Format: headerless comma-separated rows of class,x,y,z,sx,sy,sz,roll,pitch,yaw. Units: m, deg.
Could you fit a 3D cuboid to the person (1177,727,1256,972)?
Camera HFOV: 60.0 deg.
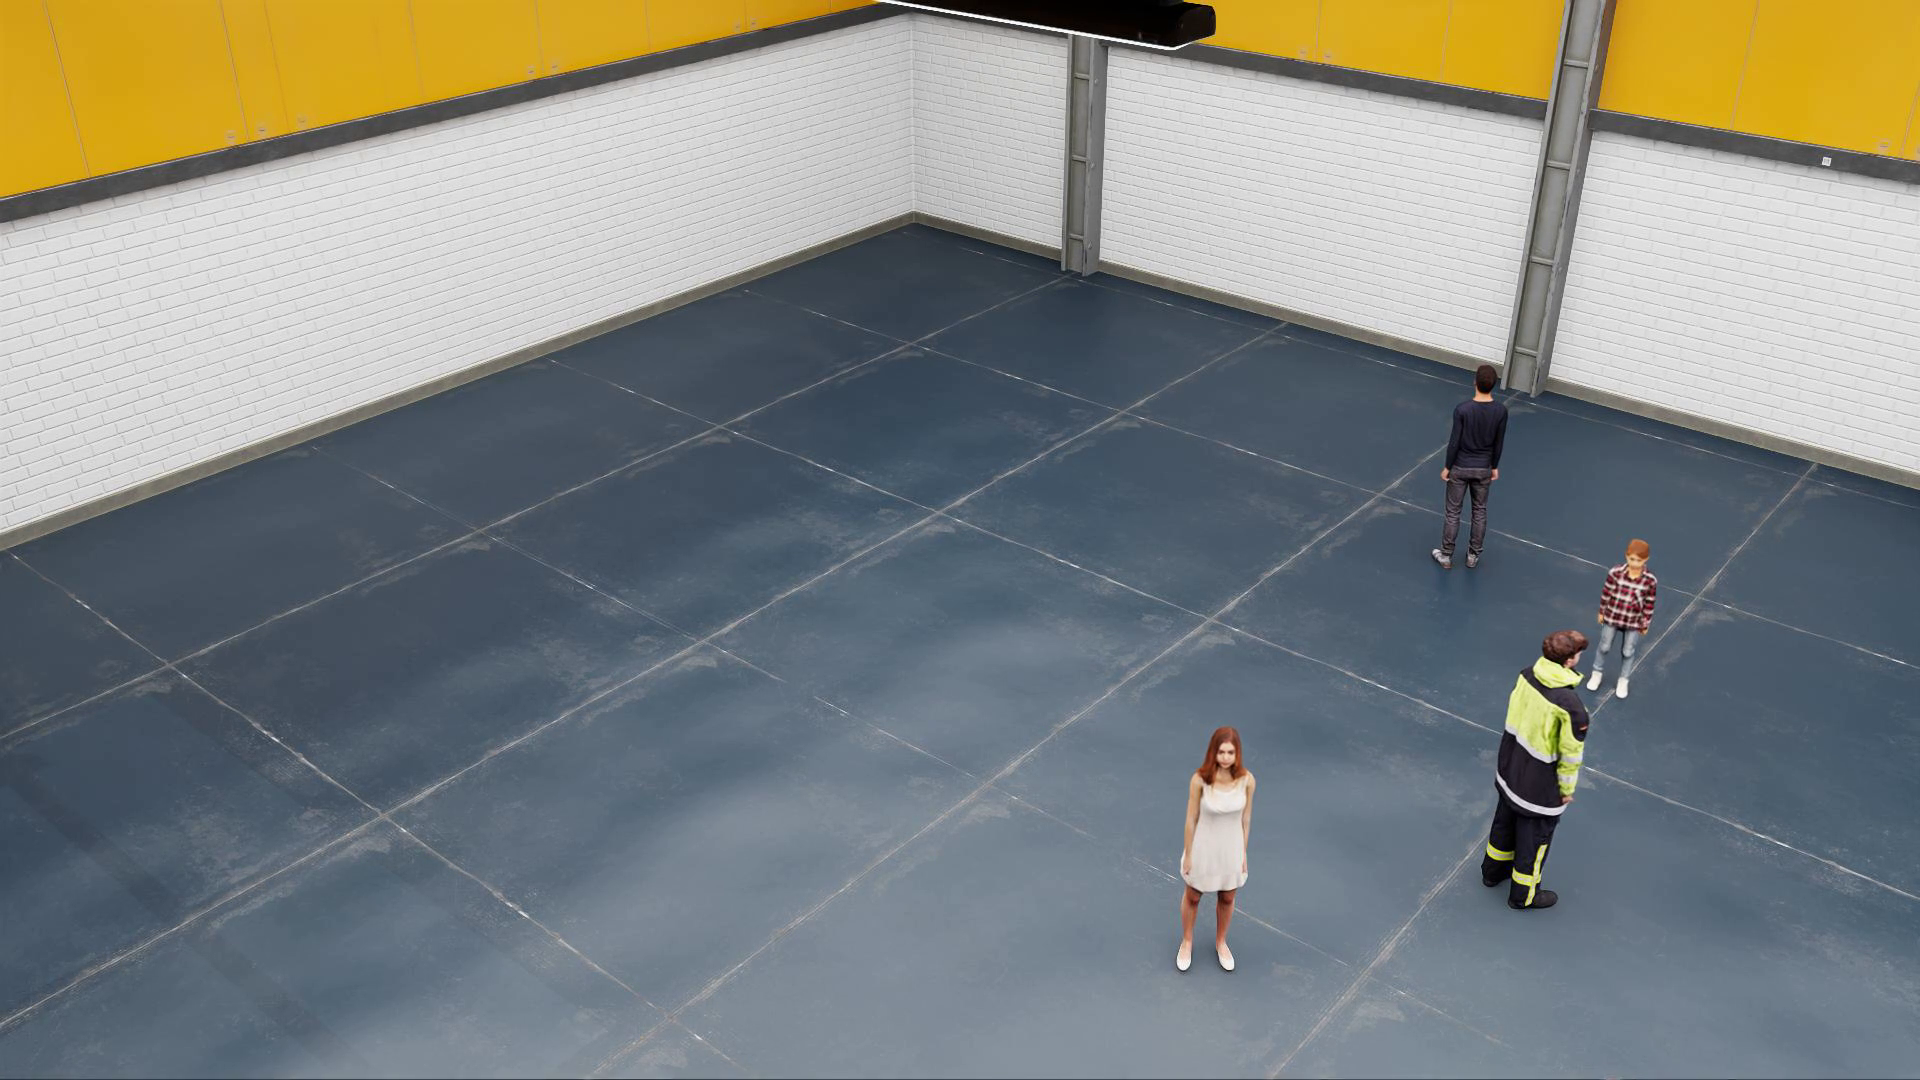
person,1.534,1.839,9.975,0.637,1.712,0.708,0,29,0

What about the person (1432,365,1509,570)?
person,4.406,-0.620,14.317,0.701,1.870,0.777,-1,29,-1

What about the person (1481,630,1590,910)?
person,3.627,1.418,10.463,0.927,1.982,0.792,-10,30,-18

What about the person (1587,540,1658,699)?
person,5.081,0.575,12.717,0.517,1.304,0.641,14,31,23
